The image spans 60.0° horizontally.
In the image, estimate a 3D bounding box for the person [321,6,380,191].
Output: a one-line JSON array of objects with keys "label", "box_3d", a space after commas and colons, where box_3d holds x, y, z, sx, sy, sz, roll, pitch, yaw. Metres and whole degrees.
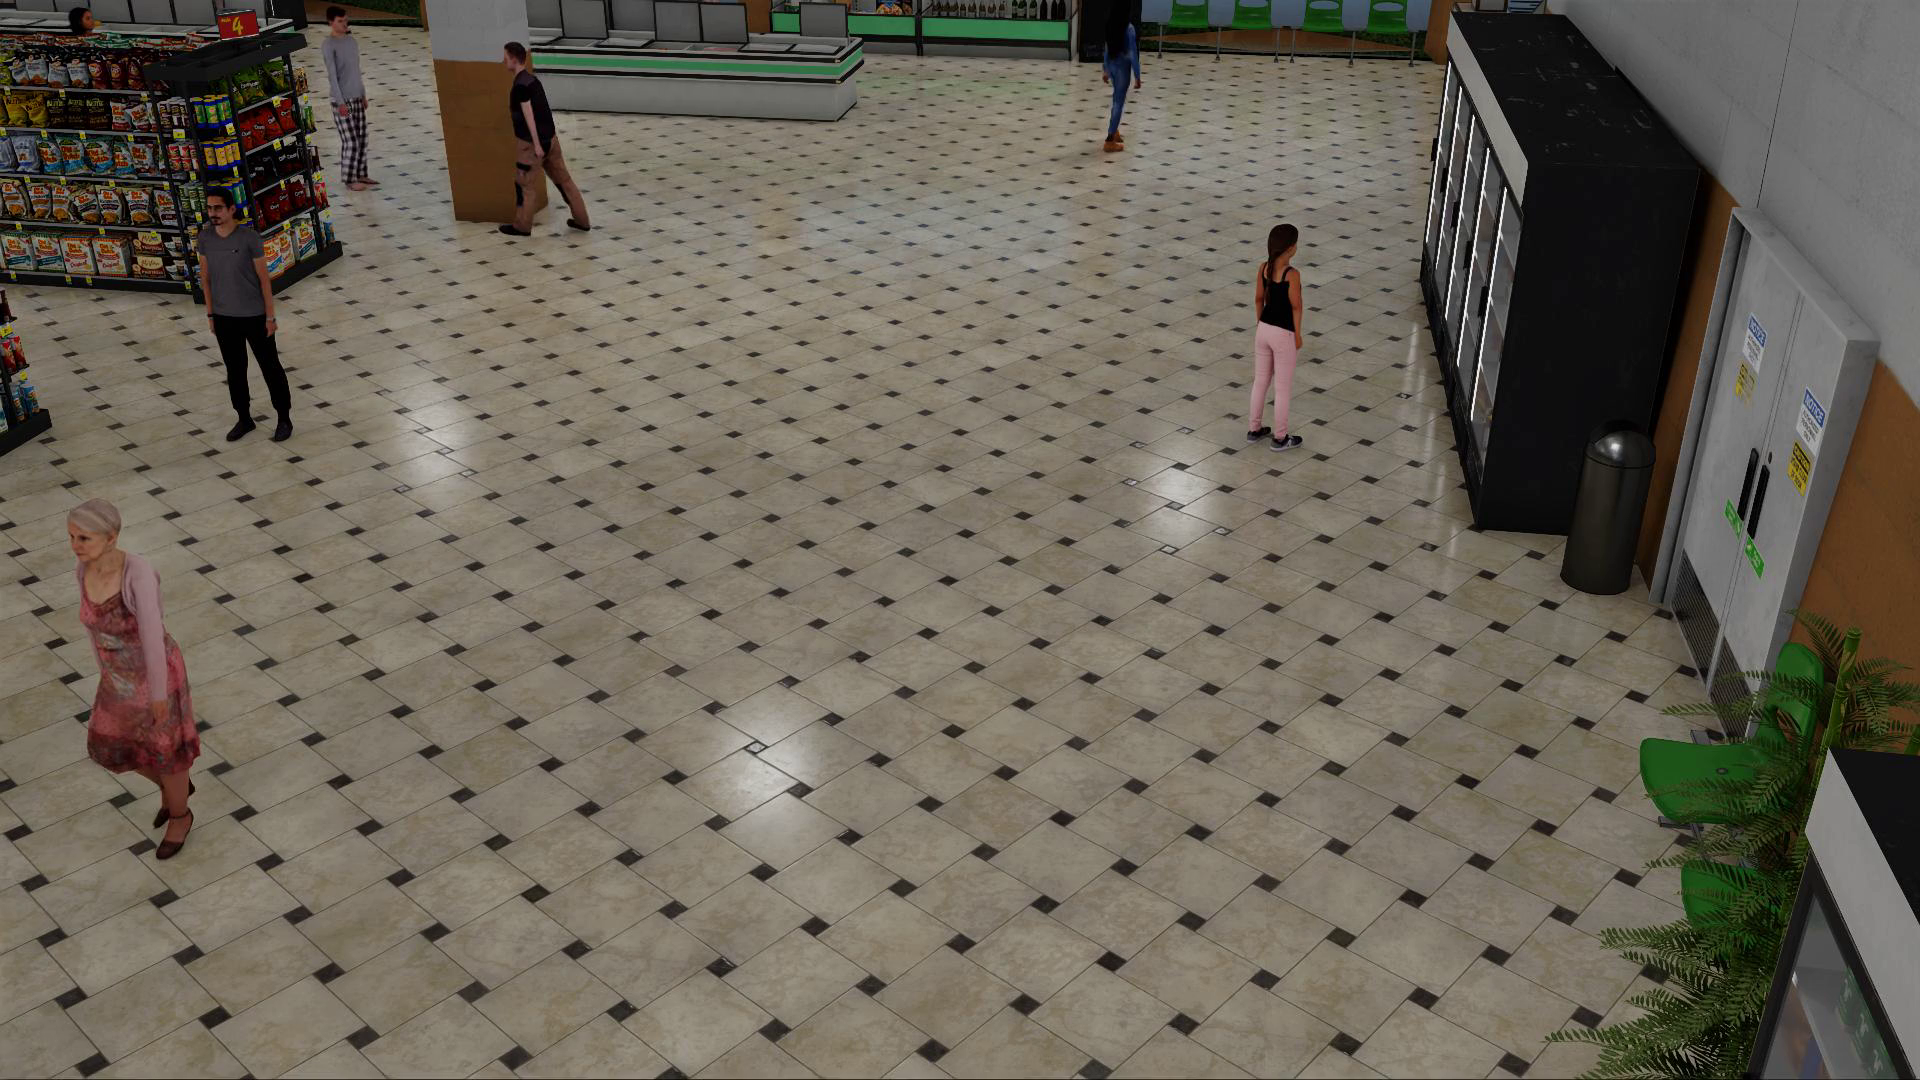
[{"label": "person", "box_3d": [-6.368, -4.586, 17.241, 0.639, 1.845, 0.678, 9, 28, 17]}]

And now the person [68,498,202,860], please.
[{"label": "person", "box_3d": [-3.528, 0.567, 7.255, 0.573, 1.685, 0.706, 7, 28, 14]}]

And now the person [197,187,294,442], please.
[{"label": "person", "box_3d": [-4.898, -1.547, 11.347, 0.539, 1.755, 0.707, 0, 27, 0]}]

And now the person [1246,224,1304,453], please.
[{"label": "person", "box_3d": [2.137, -1.370, 11.208, 0.677, 1.566, 0.604, -22, 34, -37]}]

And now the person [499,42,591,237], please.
[{"label": "person", "box_3d": [-3.880, -3.725, 15.606, 1.068, 1.786, 0.752, 3, 27, 5]}]

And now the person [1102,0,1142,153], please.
[{"label": "person", "box_3d": [1.706, -5.190, 18.590, 0.830, 1.701, 0.766, -19, 33, -33]}]
